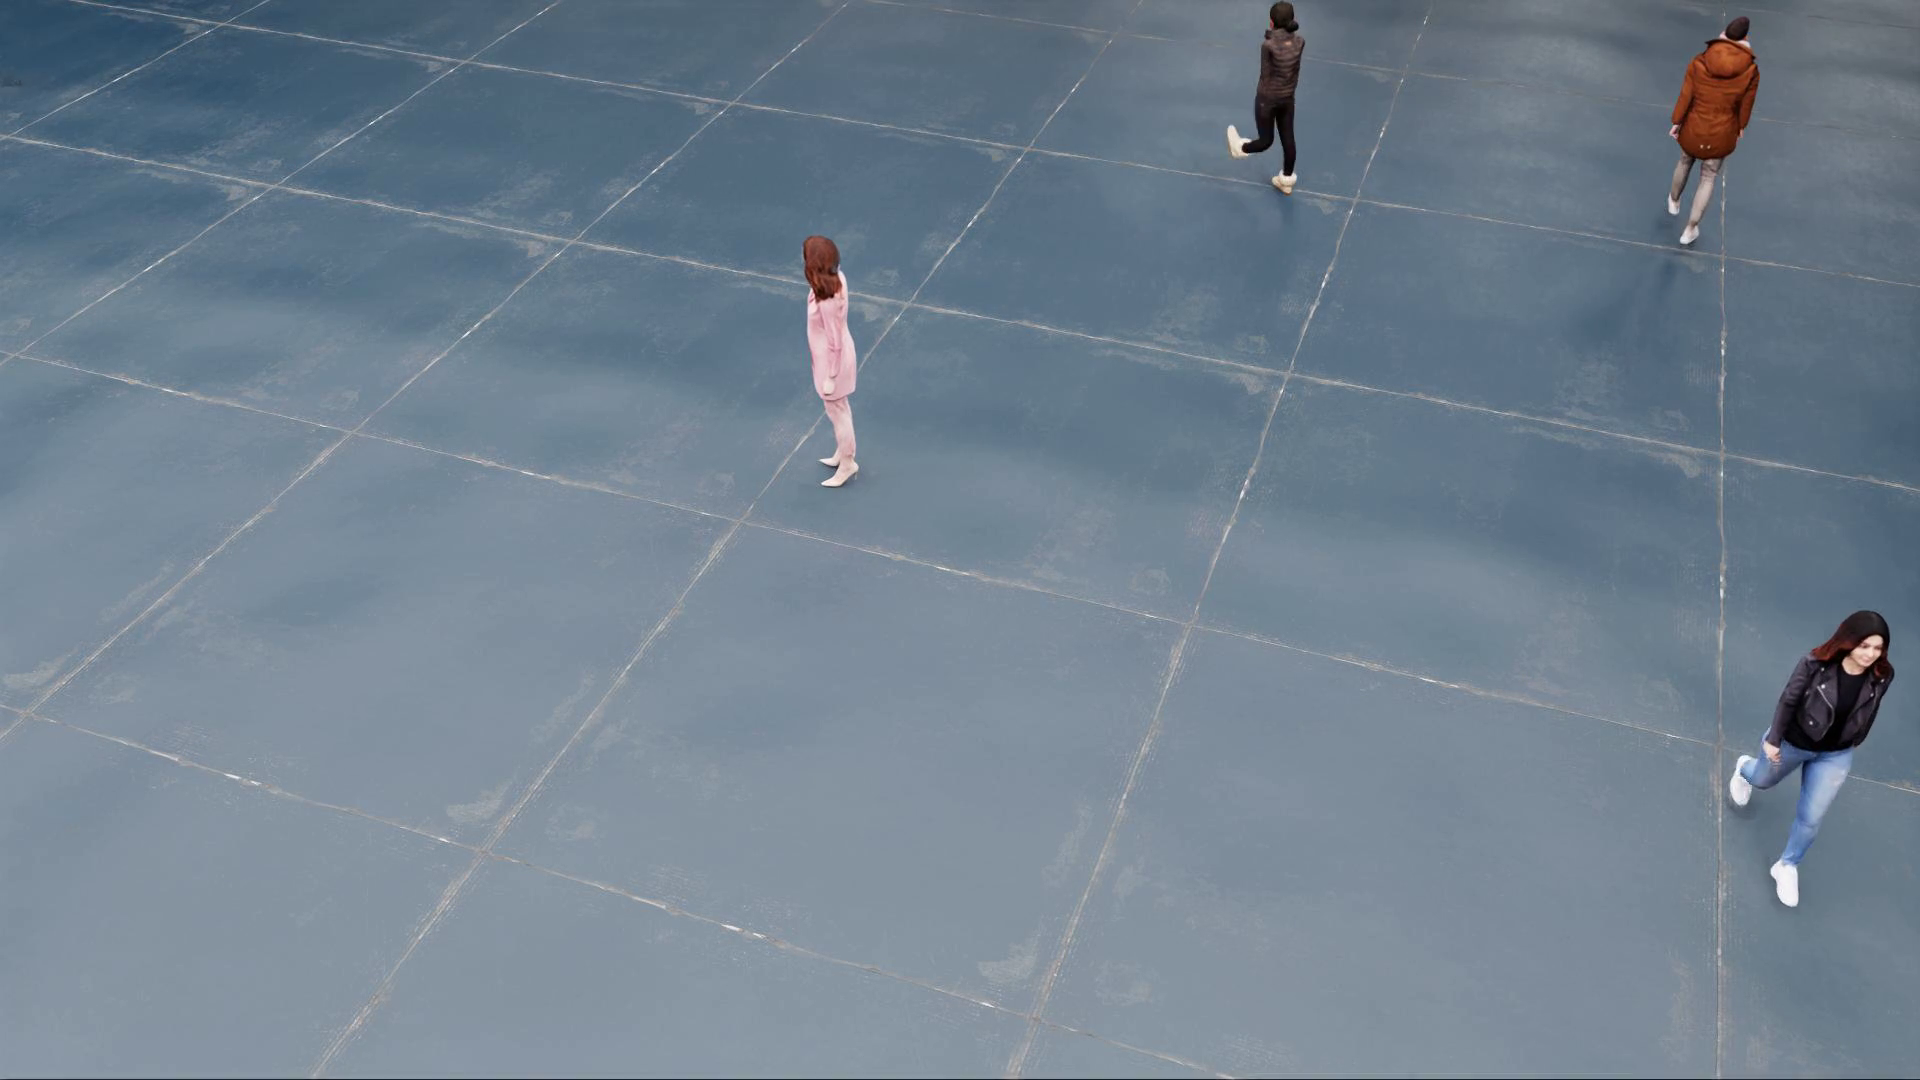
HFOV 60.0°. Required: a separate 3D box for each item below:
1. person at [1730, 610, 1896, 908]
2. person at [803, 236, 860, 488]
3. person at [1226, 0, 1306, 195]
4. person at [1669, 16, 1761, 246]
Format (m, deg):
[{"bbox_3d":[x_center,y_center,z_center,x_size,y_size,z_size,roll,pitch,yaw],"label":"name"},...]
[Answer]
[{"bbox_3d":[4.129,0.956,8.138,0.715,1.600,1.089,8,39,10],"label":"person"},{"bbox_3d":[-0.799,-1.142,10.658,0.740,1.801,0.585,0,38,-1],"label":"person"},{"bbox_3d":[2.631,-3.776,14.147,0.892,1.650,0.961,-6,38,-7],"label":"person"},{"bbox_3d":[6.012,-3.248,13.351,0.802,1.798,1.069,18,41,21],"label":"person"}]
